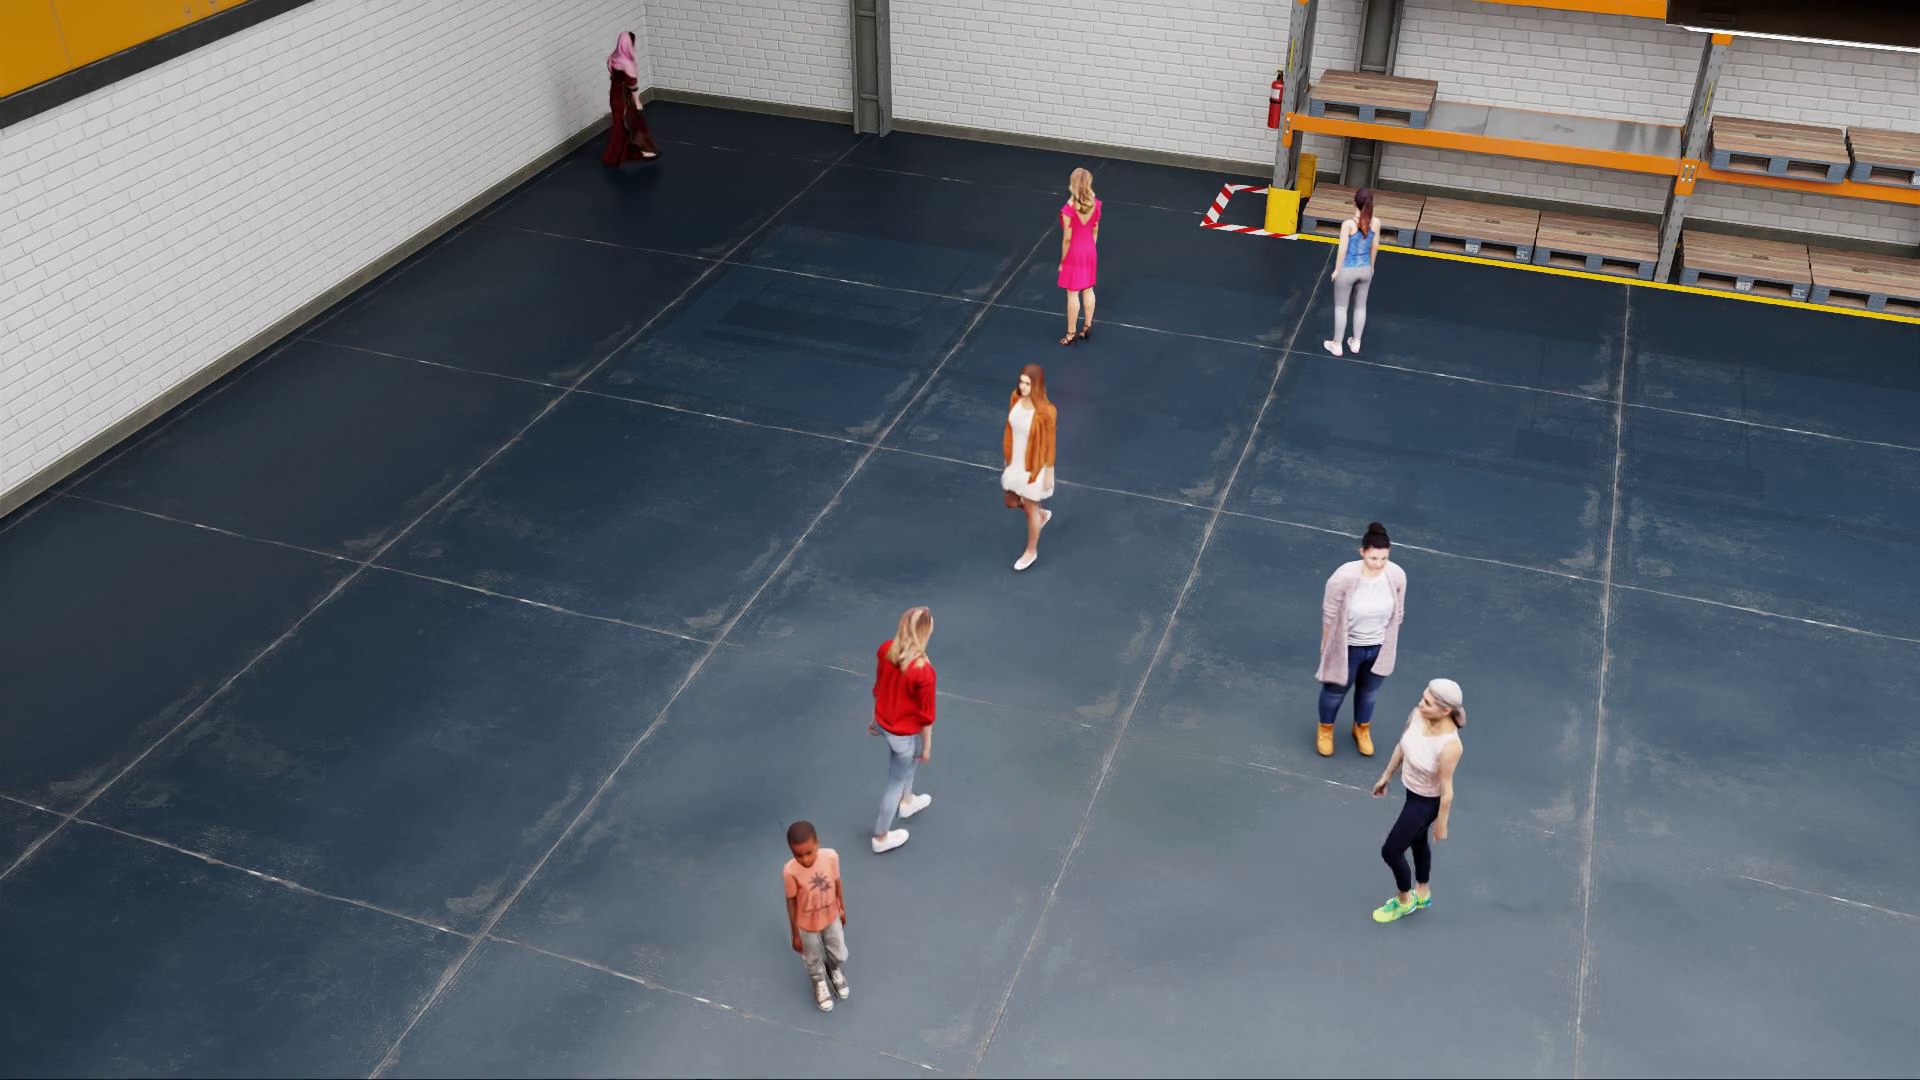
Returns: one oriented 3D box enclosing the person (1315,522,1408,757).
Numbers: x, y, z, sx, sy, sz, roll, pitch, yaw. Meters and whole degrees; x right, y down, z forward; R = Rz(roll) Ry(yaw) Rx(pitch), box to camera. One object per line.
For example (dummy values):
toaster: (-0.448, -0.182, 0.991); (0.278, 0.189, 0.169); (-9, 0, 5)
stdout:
person: (2.535, 0.621, 10.577); (0.718, 1.743, 0.838); (-3, 34, -4)

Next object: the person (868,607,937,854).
person: (-0.394, 1.149, 9.845); (0.877, 1.674, 0.845); (-26, 41, -33)

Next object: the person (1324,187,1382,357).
person: (3.636, -2.481, 15.365); (0.624, 1.608, 0.709); (-9, 35, -13)

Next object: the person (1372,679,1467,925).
person: (2.686, 1.458, 9.368); (0.763, 1.687, 0.723); (-3, 34, -5)

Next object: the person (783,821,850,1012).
person: (-0.802, 1.970, 8.948); (0.577, 1.299, 0.641); (-14, 36, -20)

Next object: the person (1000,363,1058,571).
person: (0.571, -0.600, 12.446); (0.821, 1.707, 0.848); (29, 43, 36)

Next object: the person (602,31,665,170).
person: (-3.970, -5.086, 19.303); (1.065, 1.588, 0.977); (-17, 37, -24)

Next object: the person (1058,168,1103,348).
person: (1.117, -2.630, 15.481); (0.662, 1.729, 0.706); (-19, 38, -26)
